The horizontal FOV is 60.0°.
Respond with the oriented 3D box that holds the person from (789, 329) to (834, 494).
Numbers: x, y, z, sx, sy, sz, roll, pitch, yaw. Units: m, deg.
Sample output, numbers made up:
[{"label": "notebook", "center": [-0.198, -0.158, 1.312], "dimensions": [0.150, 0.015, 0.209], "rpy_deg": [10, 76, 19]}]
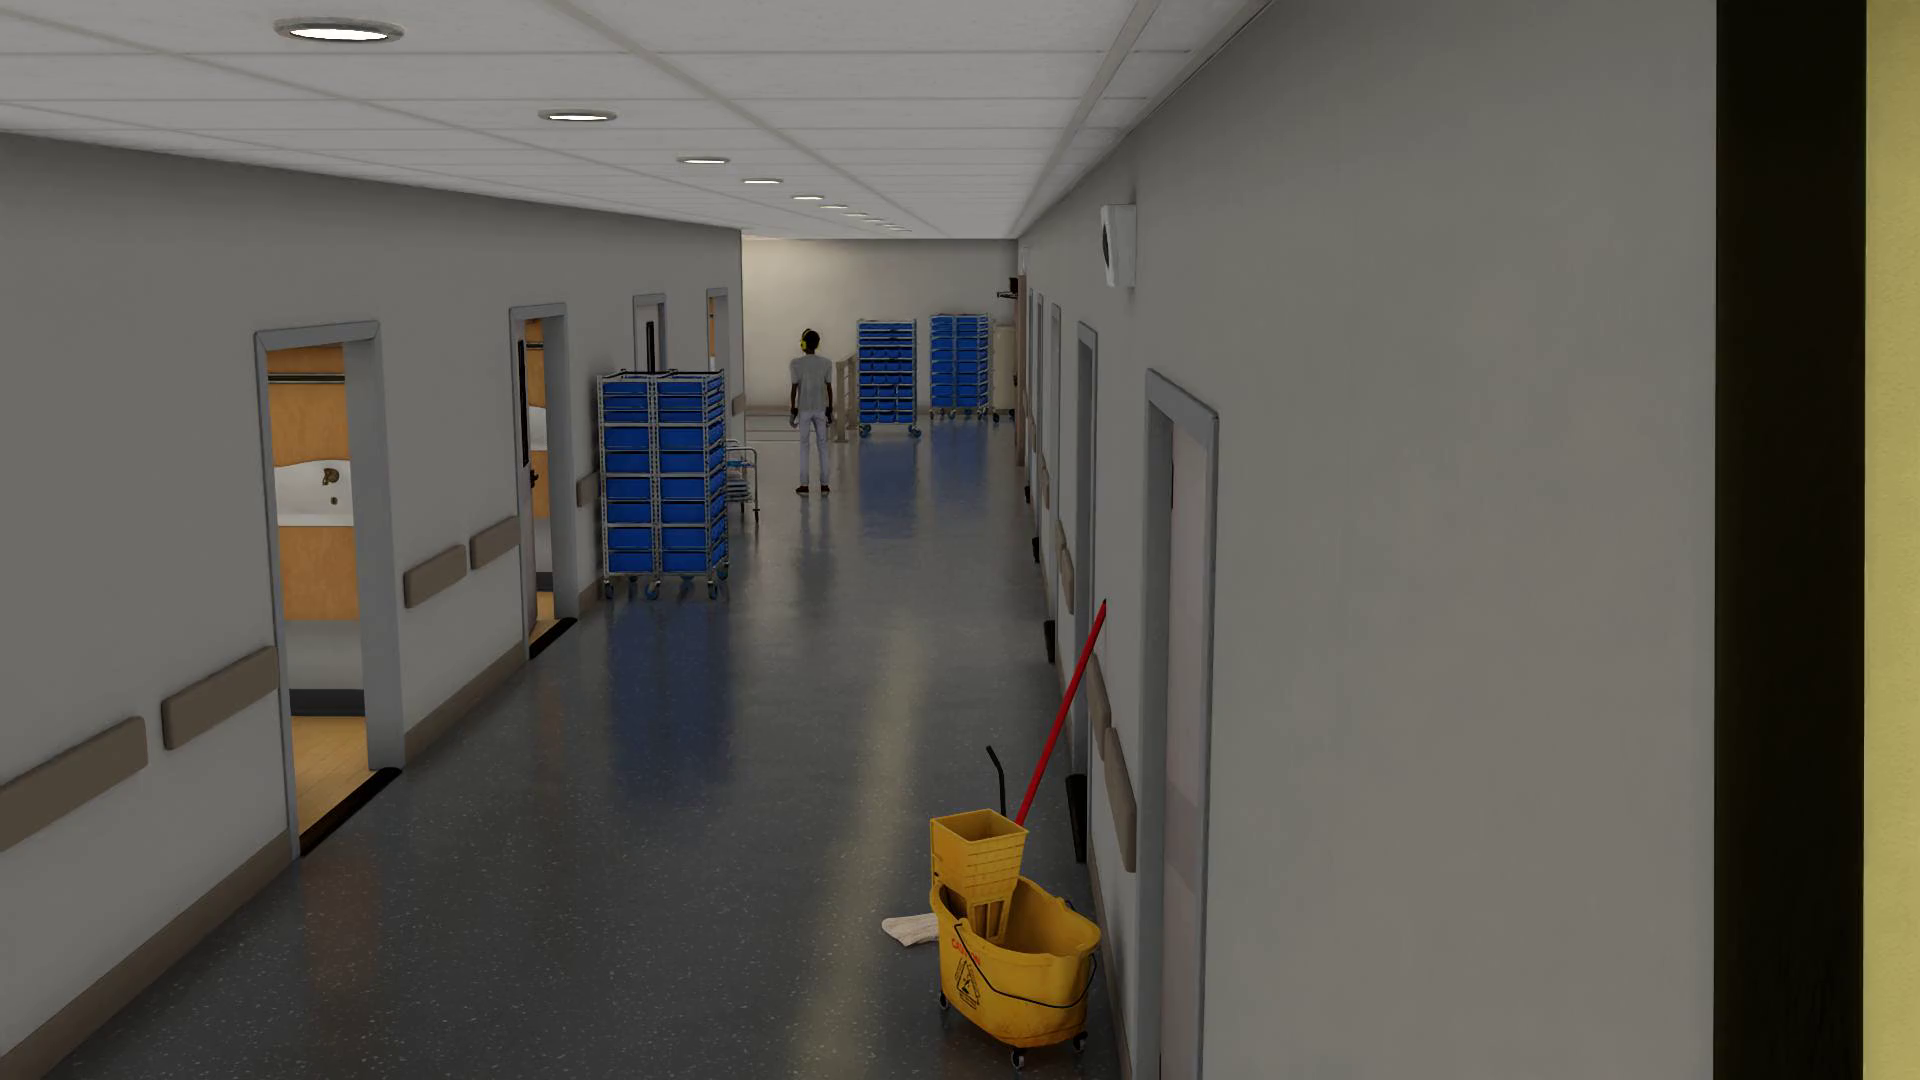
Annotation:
[{"label": "person", "center": [-1.688, -1.454, 18.882], "dimensions": [0.515, 1.873, 0.328], "rpy_deg": [-3, 10, -16]}]
